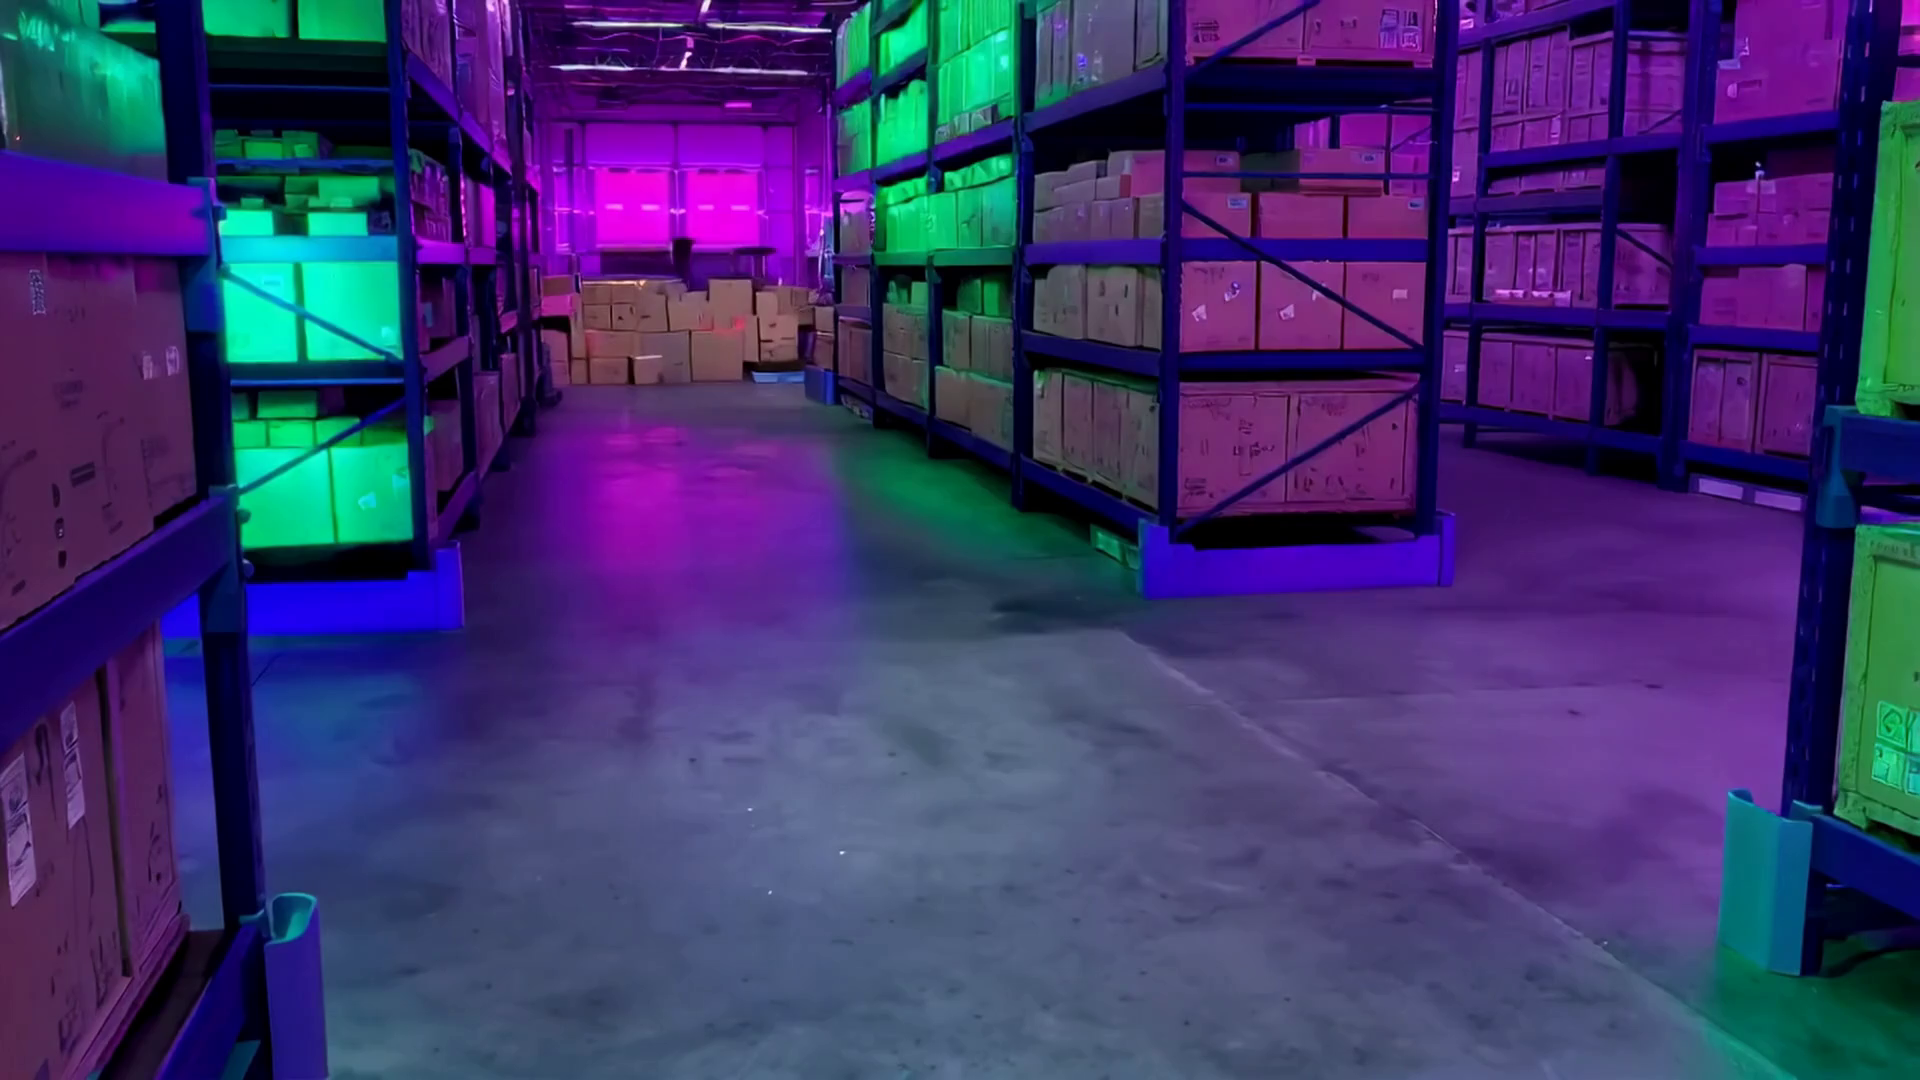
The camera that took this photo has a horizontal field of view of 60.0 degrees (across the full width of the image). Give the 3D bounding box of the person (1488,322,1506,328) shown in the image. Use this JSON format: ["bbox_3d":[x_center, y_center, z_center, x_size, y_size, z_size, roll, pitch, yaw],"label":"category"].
[{"bbox_3d":[10.037,-3.832,31.046,0.359,1.938,0.547,2,10,13],"label":"person"}]

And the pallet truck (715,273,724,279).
[{"bbox_3d":[-8.580,-8.986,62.280,1.885,1.965,0.823,1,9,5],"label":"pallet truck"}]

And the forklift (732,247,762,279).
[{"bbox_3d":[-6.596,-7.703,51.773,1.129,2.768,1.873,-8,12,-39],"label":"forklift"}]

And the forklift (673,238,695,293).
[{"bbox_3d":[-5.968,-5.100,35.909,1.873,2.768,1.129,-2,10,-13],"label":"forklift"}]
